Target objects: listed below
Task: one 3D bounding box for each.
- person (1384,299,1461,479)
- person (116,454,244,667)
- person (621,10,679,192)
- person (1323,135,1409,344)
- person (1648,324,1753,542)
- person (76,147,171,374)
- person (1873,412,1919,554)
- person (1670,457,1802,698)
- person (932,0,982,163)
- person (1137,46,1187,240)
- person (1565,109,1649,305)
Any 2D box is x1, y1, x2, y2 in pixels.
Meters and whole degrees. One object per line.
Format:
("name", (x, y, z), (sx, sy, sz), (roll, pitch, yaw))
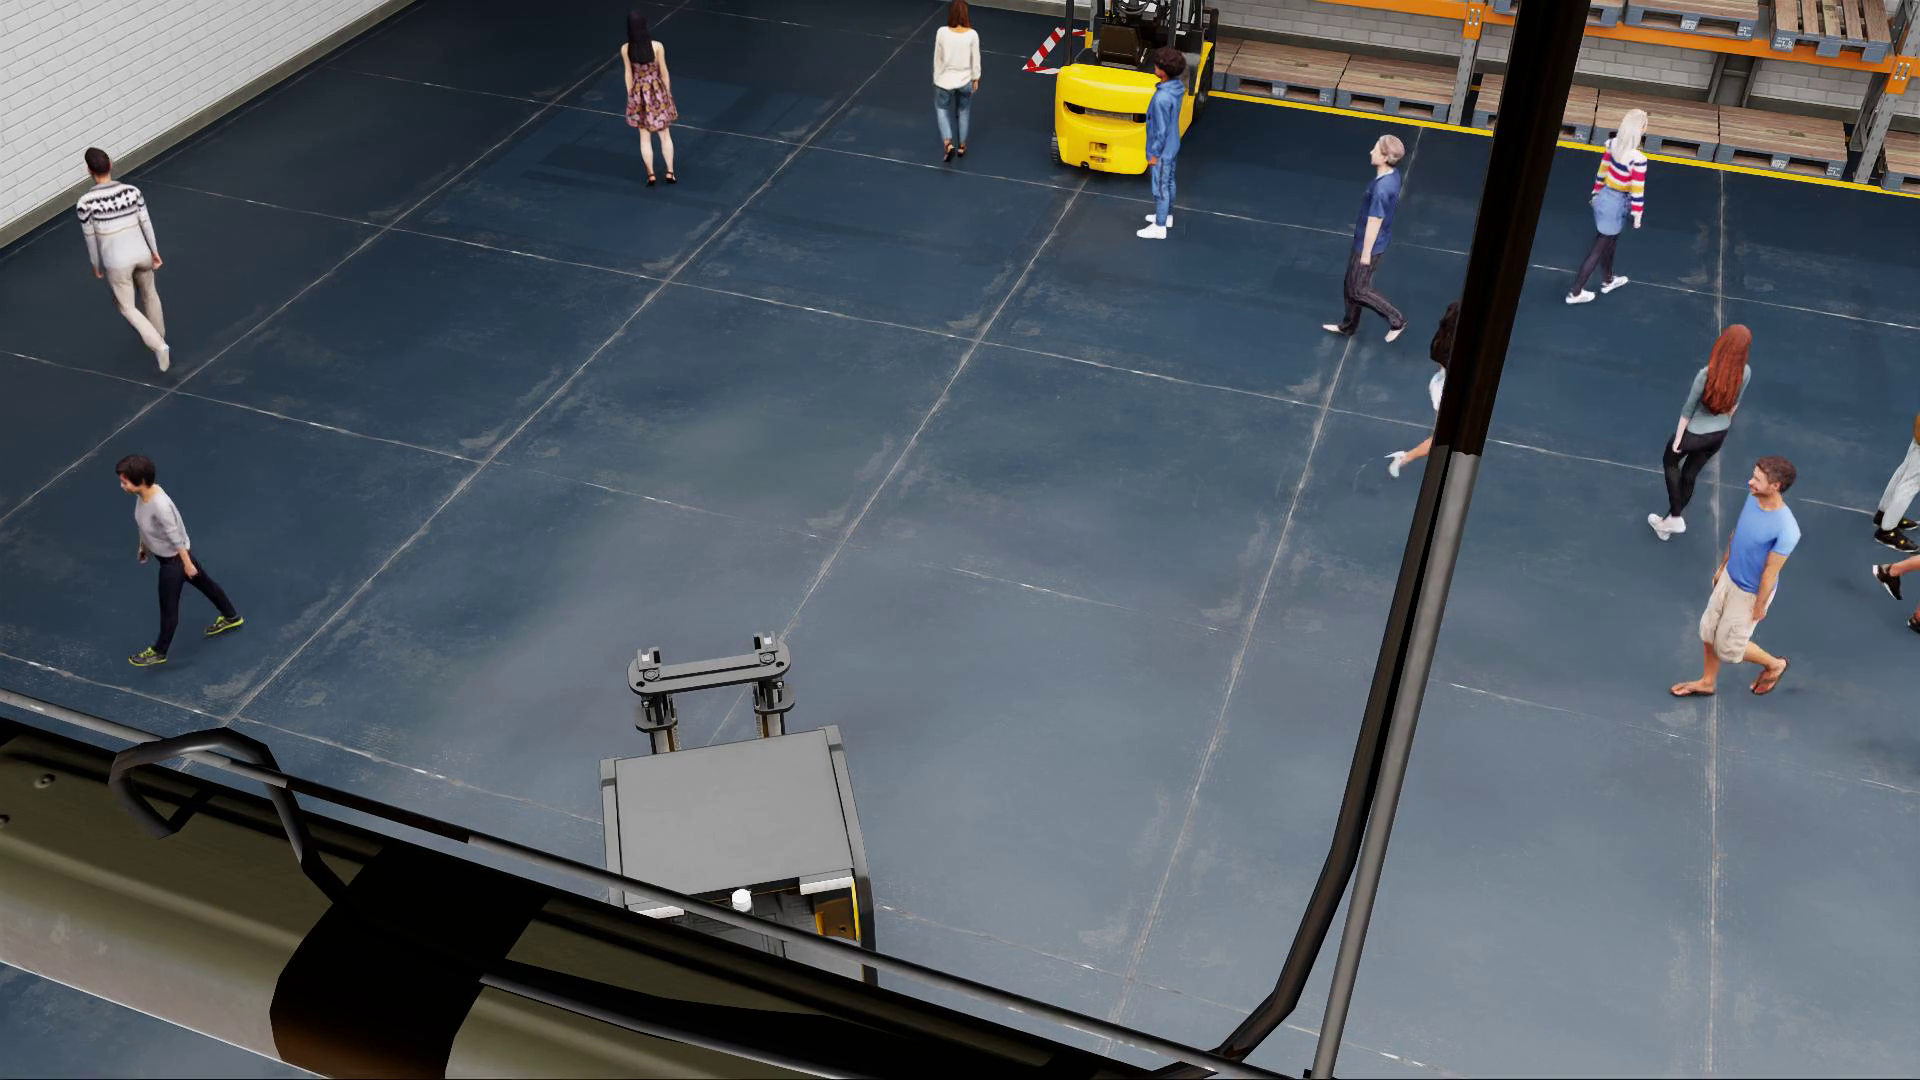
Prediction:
("person", (3.513, -1.044, 12.188), (0.929, 1.612, 0.781), (-5, 39, -6))
("person", (-5.066, 0.059, 10.879), (0.958, 1.522, 1.000), (-26, 45, -28))
("person", (-2.998, -4.242, 16.062), (0.768, 1.775, 0.851), (-6, 39, -7))
("person", (3.470, -2.428, 13.731), (0.911, 1.849, 0.662), (12, 40, 15))
("person", (5.223, -0.674, 11.635), (0.693, 1.724, 0.767), (-6, 39, -7))
("person", (-6.768, -2.272, 13.538), (1.141, 1.846, 0.912), (29, 47, 31))
("person", (6.833, -0.765, 11.675), (0.546, 1.816, 0.636), (15, 41, 18))
("person", (4.976, 0.267, 10.364), (1.013, 1.839, 0.880), (-7, 39, -9))
("person", (-0.062, -4.520, 16.494), (0.850, 1.670, 0.859), (0, 39, 1))
("person", (1.872, -3.654, 15.299), (0.539, 1.808, 0.673), (14, 41, 17))
("person", (5.517, -2.829, 14.279), (1.024, 1.792, 0.924), (-9, 39, -11))
